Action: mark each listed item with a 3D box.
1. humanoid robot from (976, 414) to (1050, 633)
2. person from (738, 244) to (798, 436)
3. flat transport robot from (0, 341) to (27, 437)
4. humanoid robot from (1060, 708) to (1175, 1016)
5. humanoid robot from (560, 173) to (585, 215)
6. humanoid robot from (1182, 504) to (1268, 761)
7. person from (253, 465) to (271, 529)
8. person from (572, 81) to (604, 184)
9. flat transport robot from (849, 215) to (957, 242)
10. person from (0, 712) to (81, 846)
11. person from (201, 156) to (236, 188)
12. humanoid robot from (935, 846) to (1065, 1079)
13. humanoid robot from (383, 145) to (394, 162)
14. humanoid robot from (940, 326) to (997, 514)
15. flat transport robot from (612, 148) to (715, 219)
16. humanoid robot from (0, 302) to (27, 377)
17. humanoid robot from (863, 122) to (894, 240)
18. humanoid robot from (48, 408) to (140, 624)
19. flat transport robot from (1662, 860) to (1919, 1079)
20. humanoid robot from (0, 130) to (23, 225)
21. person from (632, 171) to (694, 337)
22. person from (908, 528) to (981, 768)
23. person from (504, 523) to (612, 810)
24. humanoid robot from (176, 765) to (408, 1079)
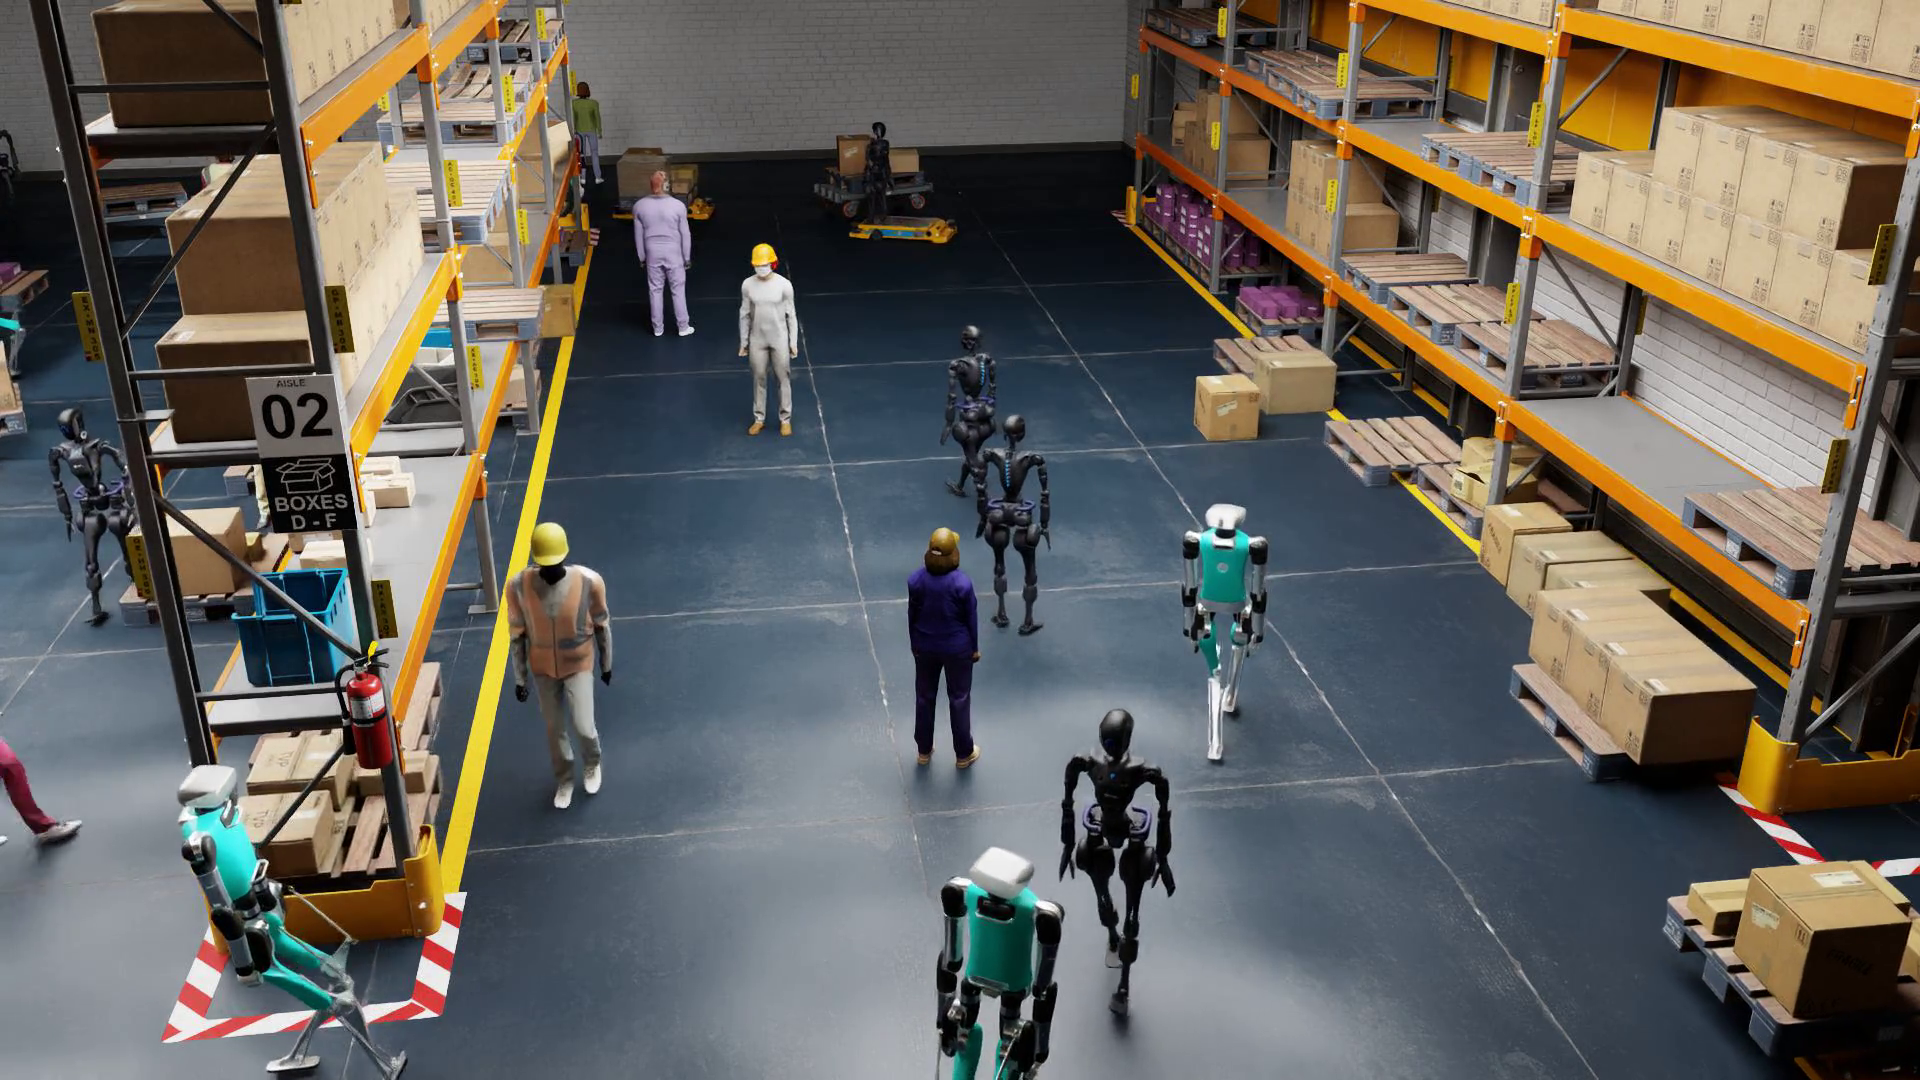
[{"bbox_3d":[0.387,-0.134,12.232,0.586,1.646,0.321,7,25,15],"label":"humanoid robot"},{"bbox_3d":[-1.853,-1.929,16.054,0.582,1.892,0.372,2,24,4],"label":"person"},{"bbox_3d":[-9.579,-0.966,15.878,0.659,0.231,1.431,-13,27,-27],"label":"flat transport robot"},{"bbox_3d":[0.788,1.573,8.376,0.602,1.627,0.750,7,25,15],"label":"humanoid robot"},{"bbox_3d":[-5.777,-5.353,24.105,0.872,1.793,0.553,1,24,1],"label":"humanoid robot"},{"bbox_3d":[1.731,0.489,10.812,0.539,1.766,1.031,6,24,13],"label":"humanoid robot"},{"bbox_3d":[-5.824,-0.951,13.995,0.558,1.751,0.324,-7,25,-15],"label":"person"},{"bbox_3d":[-6.079,-6.621,27.060,0.507,1.632,0.272,-2,24,-5],"label":"person"},{"bbox_3d":[-0.810,-4.455,23.828,1.431,0.231,0.659,5,24,11],"label":"flat transport robot"},{"bbox_3d":[-5.587,1.060,9.589,0.717,1.604,0.500,-21,31,-39],"label":"person"},{"bbox_3d":[-9.244,-4.168,21.247,0.641,1.809,0.806,-2,24,-6],"label":"person"},{"bbox_3d":[0.026,2.219,6.822,0.549,1.766,0.945,10,26,21],"label":"humanoid robot"},{"bbox_3d":[-7.182,-4.340,21.718,0.547,1.757,0.809,0,24,0],"label":"humanoid robot"},{"bbox_3d":[0.072,-1.053,14.381,0.607,1.626,0.765,-21,31,-39],"label":"humanoid robot"},{"bbox_3d":[-4.460,-4.990,25.047,1.431,0.231,0.659,0,24,1],"label":"flat transport robot"},{"bbox_3d":[-10.213,-2.457,17.425,0.566,1.715,0.944,8,25,17],"label":"humanoid robot"},{"bbox_3d":[-1.184,-5.085,23.516,0.354,1.644,0.586,14,27,29],"label":"humanoid robot"},{"bbox_3d":[-6.403,-0.196,12.405,0.622,1.634,0.678,-2,24,-6],"label":"humanoid robot"},{"bbox_3d":[4.323,2.274,8.497,0.659,0.231,1.431,-3,24,-7],"label":"flat transport robot"},{"bbox_3d":[-14.080,-5.438,24.315,0.608,1.645,0.423,-12,27,-26],"label":"humanoid robot"},{"bbox_3d":[-3.392,-3.273,19.103,0.641,1.905,0.403,2,24,4],"label":"person"},{"bbox_3d":[-0.102,0.672,10.457,0.457,1.624,0.338,7,25,15],"label":"person"},{"bbox_3d":[-2.374,0.755,9.922,0.585,1.910,0.460,0,24,-1],"label":"person"},{"bbox_3d":[-3.013,1.839,7.729,0.893,1.832,0.557,-4,24,-8],"label":"humanoid robot"}]
